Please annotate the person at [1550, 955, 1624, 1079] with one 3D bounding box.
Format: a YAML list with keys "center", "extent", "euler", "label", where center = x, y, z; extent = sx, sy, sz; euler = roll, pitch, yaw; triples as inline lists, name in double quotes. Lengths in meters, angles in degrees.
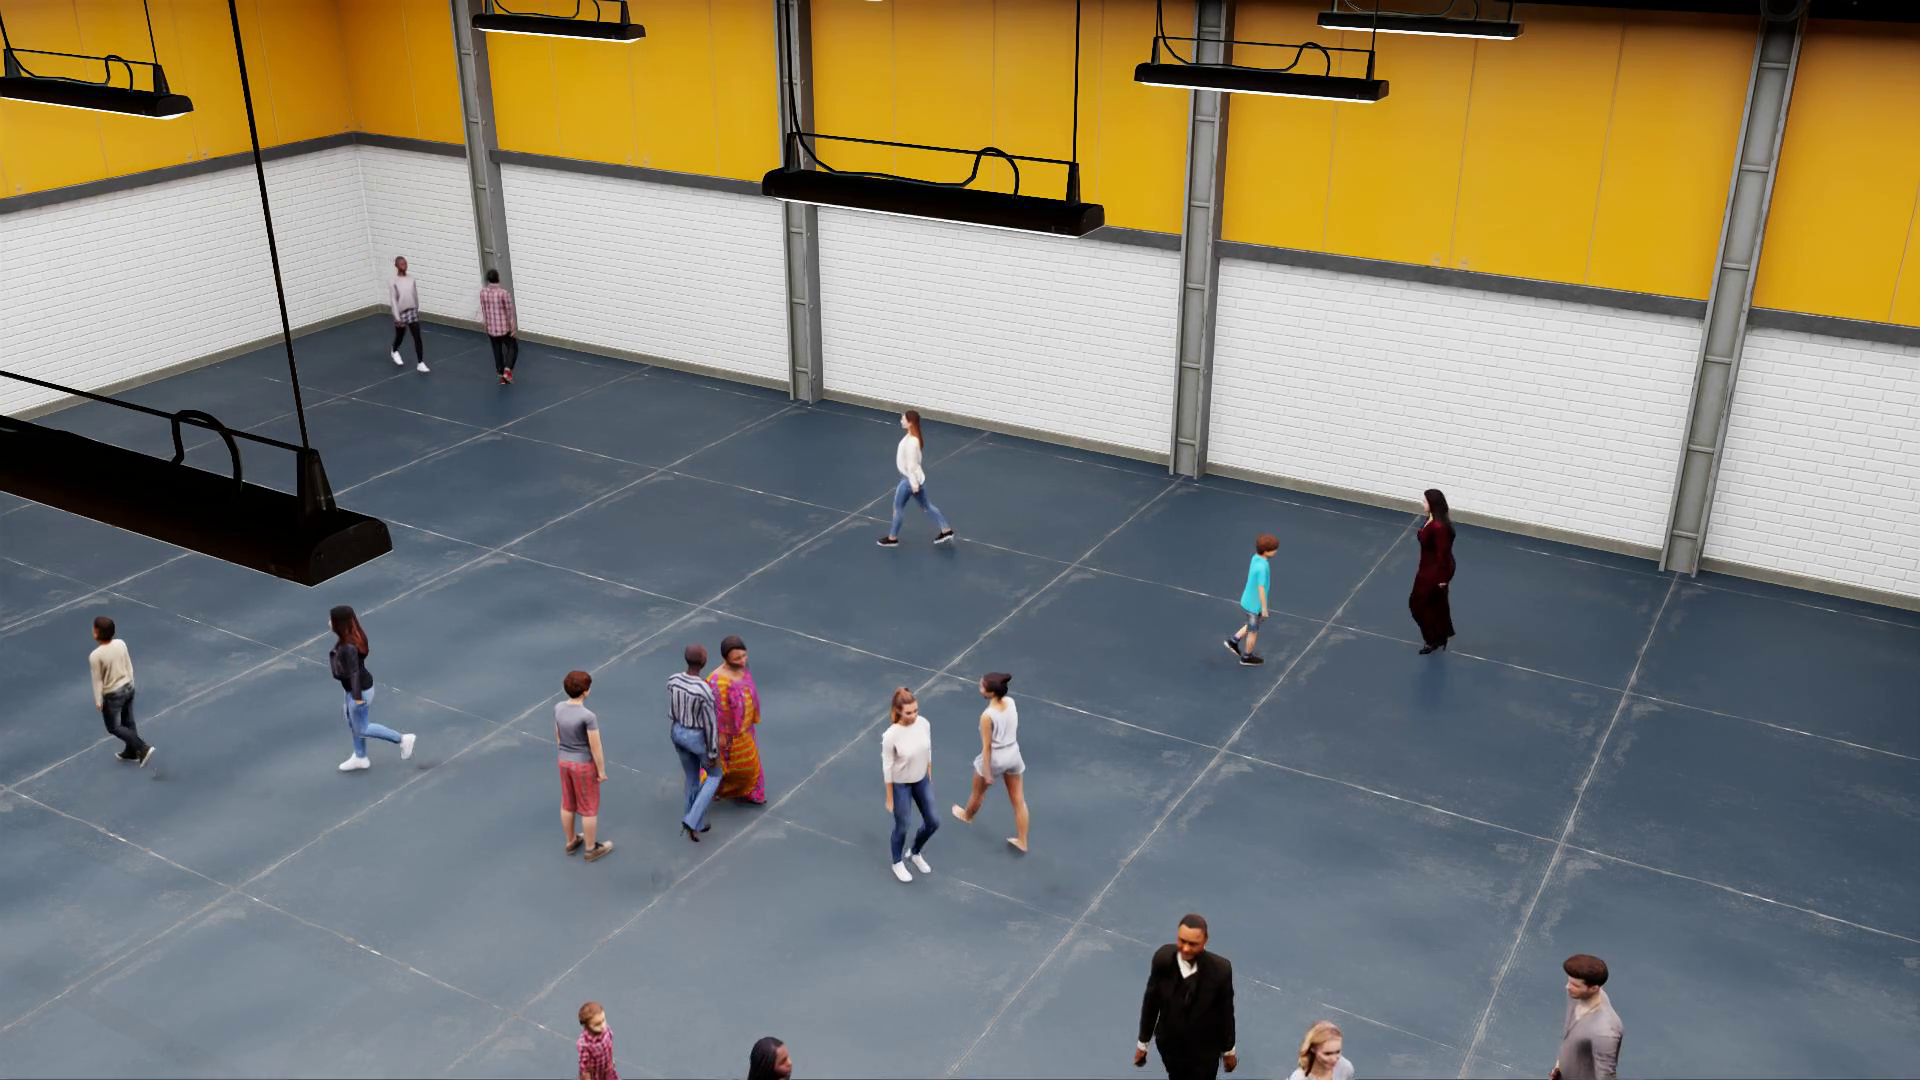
- center: [3.798, 3.237, 9.853]
  extent: [1.031, 1.871, 0.931]
  euler: [0, 24, -1]
  label: "person"

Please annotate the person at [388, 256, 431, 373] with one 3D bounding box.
- center: [-8.483, -3.435, 25.274]
  extent: [0.829, 1.744, 1.197]
  euler: [-21, 31, -39]
  label: "person"

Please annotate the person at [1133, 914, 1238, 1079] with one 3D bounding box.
- center: [1.445, 3.058, 10.259]
  extent: [0.983, 1.873, 0.787]
  euler: [13, 27, 27]
  label: "person"

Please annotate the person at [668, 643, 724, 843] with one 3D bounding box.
- center: [-2.206, 1.707, 13.475]
  extent: [0.647, 1.774, 0.733]
  euler: [13, 27, 26]
  label: "person"

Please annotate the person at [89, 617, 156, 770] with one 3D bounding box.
- center: [-7.378, 1.367, 14.649]
  extent: [0.828, 1.455, 0.648]
  euler: [8, 25, 17]
  label: "person"

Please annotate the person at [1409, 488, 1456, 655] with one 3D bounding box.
- center: [4.861, 0.334, 16.673]
  extent: [0.849, 1.728, 0.812]
  euler: [1, 24, 2]
  label: "person"

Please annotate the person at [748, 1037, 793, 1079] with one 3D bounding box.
- center: [-1.152, 3.526, 9.429]
  extent: [1.219, 1.680, 0.821]
  euler: [6, 24, 13]
  label: "person"

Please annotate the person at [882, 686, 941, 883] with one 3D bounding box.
- center: [-0.456, 1.903, 13.106]
  extent: [0.738, 1.709, 0.756]
  euler: [-17, 29, -33]
  label: "person"

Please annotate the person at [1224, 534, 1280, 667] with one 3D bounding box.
- center: [2.850, 0.594, 16.444]
  extent: [0.780, 1.434, 0.706]
  euler: [-1, 24, -2]
  label: "person"

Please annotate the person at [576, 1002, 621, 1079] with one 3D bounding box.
- center: [-2.346, 3.358, 10.647]
  extent: [0.583, 1.013, 0.483]
  euler: [18, 30, 36]
  label: "person"

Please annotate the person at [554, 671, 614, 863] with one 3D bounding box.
- center: [-3.080, 1.819, 13.379]
  extent: [0.477, 1.645, 0.652]
  euler: [12, 26, 25]
  label: "person"

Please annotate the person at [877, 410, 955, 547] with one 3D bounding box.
- center: [-0.455, -0.670, 19.065]
  extent: [1.215, 1.650, 0.936]
  euler: [2, 24, 6]
  label: "person"

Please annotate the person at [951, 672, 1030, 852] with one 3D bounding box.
- center: [0.382, 1.818, 13.455]
  extent: [0.824, 1.585, 1.101]
  euler: [-17, 29, -34]
  label: "person"

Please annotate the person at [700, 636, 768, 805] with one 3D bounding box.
- center: [-1.950, 1.534, 14.015]
  extent: [0.840, 1.657, 0.699]
  euler: [9, 25, 20]
  label: "person"

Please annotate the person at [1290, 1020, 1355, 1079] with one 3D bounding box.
- center: [1.965, 3.433, 9.519]
  extent: [0.862, 1.778, 0.961]
  euler: [-10, 25, -21]
  label: "person"

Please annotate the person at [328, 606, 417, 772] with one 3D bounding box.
- center: [-5.203, 1.311, 14.579]
  extent: [1.033, 1.613, 0.970]
  euler: [-6, 24, -13]
  label: "person"

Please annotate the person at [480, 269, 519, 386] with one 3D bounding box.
- center: [-6.824, -3.119, 24.544]
  extent: [0.770, 1.748, 0.871]
  euler: [3, 24, 8]
  label: "person"
